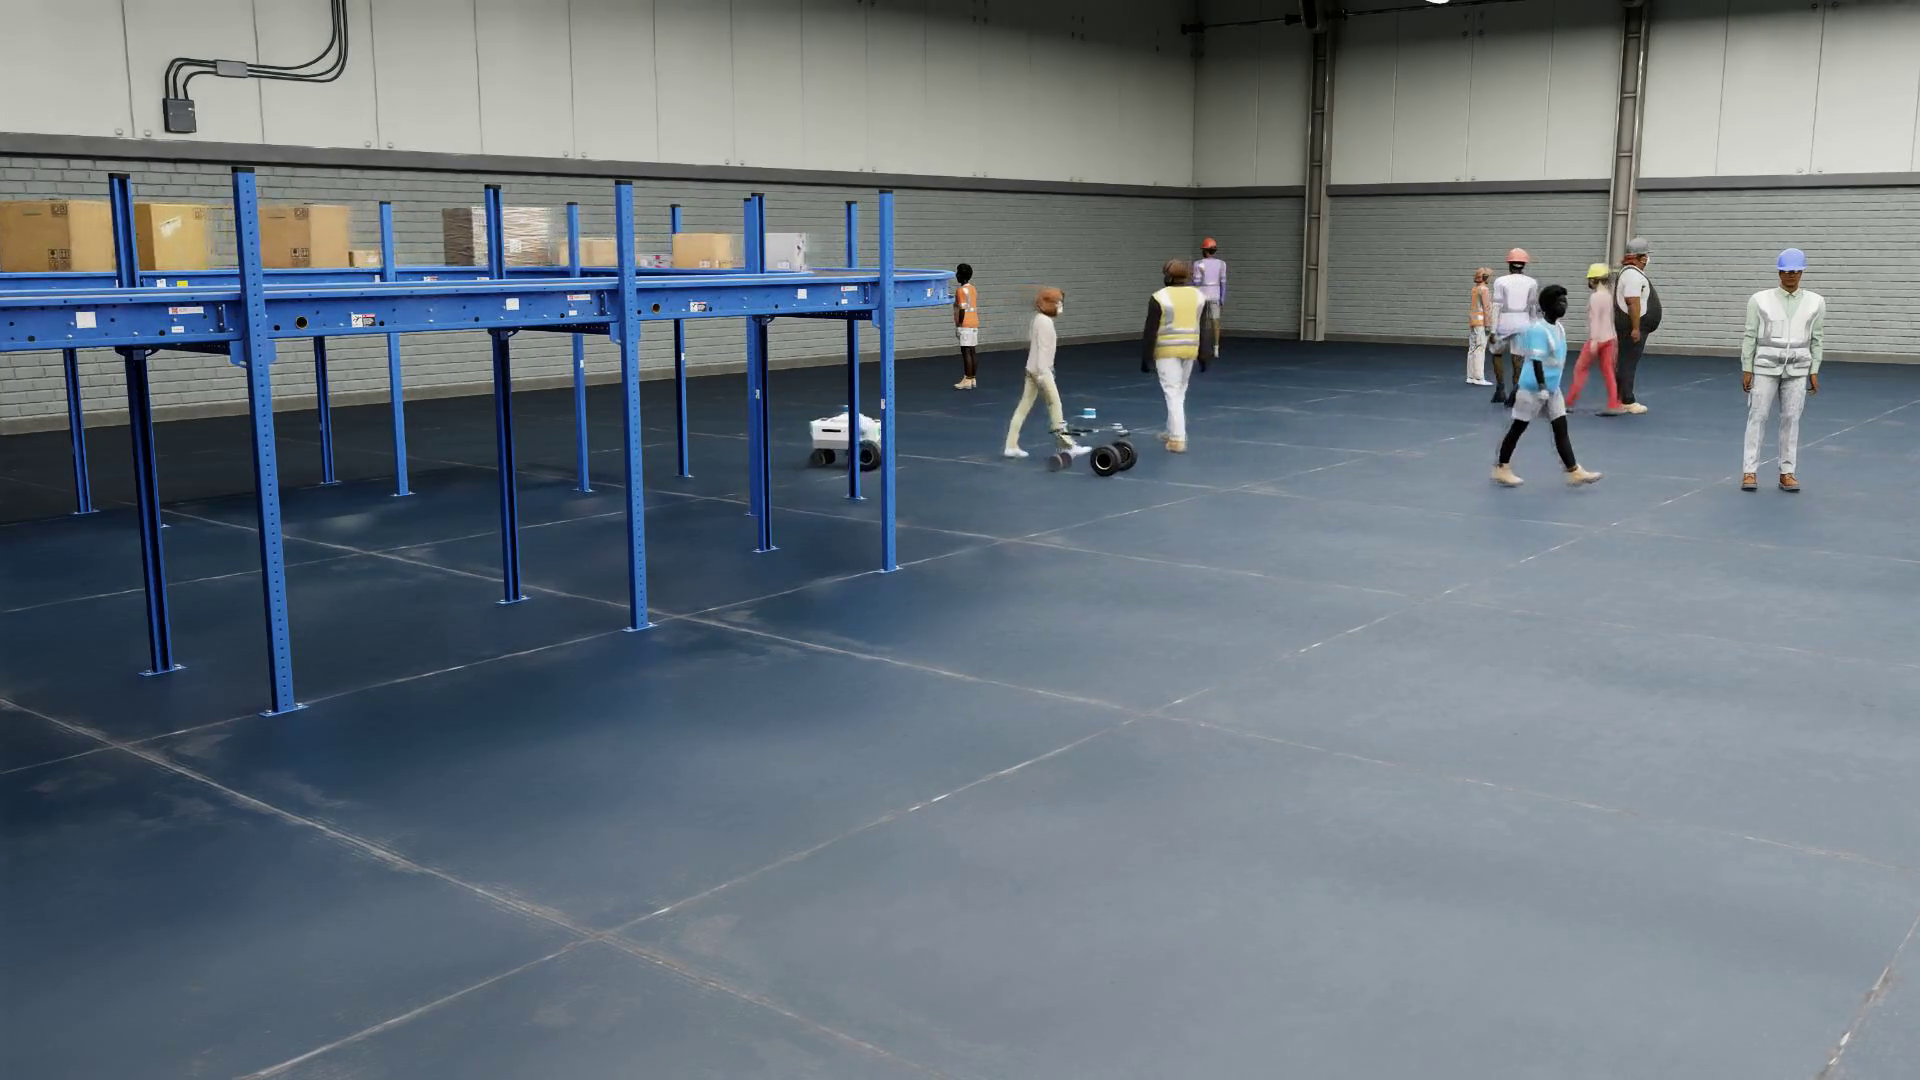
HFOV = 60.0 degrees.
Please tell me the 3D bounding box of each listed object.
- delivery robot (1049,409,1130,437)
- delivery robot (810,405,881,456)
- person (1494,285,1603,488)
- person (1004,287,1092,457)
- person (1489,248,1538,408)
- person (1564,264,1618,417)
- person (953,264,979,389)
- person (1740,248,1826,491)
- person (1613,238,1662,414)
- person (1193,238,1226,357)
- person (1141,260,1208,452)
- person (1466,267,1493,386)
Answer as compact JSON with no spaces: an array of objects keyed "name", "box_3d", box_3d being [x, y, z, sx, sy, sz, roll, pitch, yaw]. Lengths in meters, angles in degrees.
[{"name":"delivery robot","box_3d":[1.140,-1.039,14.612,0.698,0.223,0.335,5,11,25]},{"name":"delivery robot","box_3d":[-0.979,-0.965,14.920,0.707,0.478,0.477,3,11,18]},{"name":"person","box_3d":[4.790,-1.239,13.531,0.870,1.643,0.549,10,14,43]},{"name":"person","box_3d":[0.796,-1.543,15.412,0.820,1.579,0.608,-1,10,-7]},{"name":"person","box_3d":[6.717,-2.590,20.281,0.579,1.917,0.569,0,10,0]},{"name":"person","box_3d":[7.246,-2.298,19.166,0.846,1.725,0.553,10,14,43]},{"name":"person","box_3d":[0.078,-2.914,22.697,0.322,1.697,0.533,4,11,20]},{"name":"person","box_3d":[6.651,-1.376,13.479,0.603,1.949,0.384,2,10,12]},{"name":"person","box_3d":[8.004,-2.520,19.681,0.538,2.000,0.688,2,10,12]},{"name":"person","box_3d":[4.285,-4.185,28.778,0.616,2.041,0.380,-3,11,-15]},{"name":"person","box_3d":[2.023,-1.789,16.126,0.650,1.813,0.845,-5,11,-25]},{"name":"person","box_3d":[7.272,-2.983,23.244,0.307,1.638,0.513,-1,10,-5]}]
